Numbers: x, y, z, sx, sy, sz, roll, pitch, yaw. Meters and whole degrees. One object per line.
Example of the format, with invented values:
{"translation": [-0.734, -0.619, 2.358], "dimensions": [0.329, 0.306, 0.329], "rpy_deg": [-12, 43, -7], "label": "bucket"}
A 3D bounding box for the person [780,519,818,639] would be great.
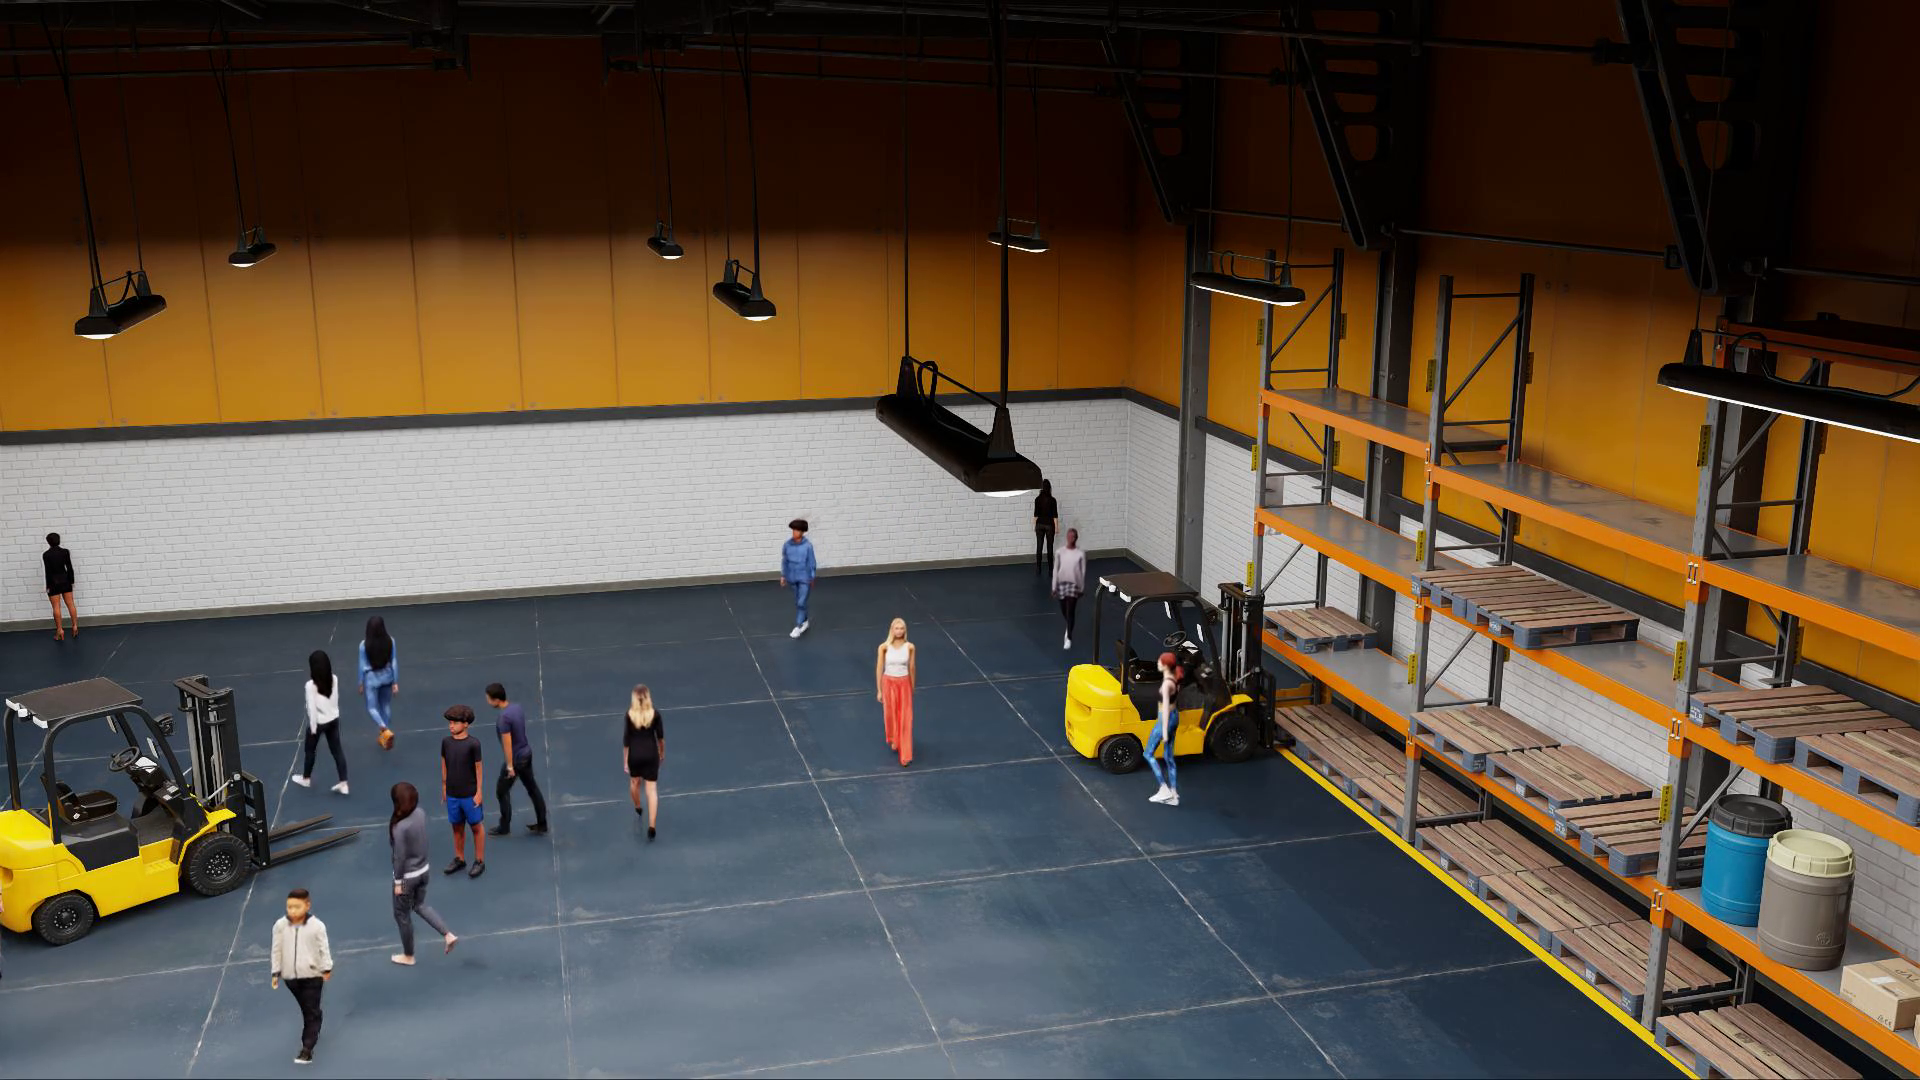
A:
{"translation": [-2.381, 0.547, 25.069], "dimensions": [1.040, 1.780, 1.148], "rpy_deg": [6, 15, 24], "label": "person"}

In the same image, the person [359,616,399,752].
{"translation": [-7.021, 1.777, 20.175], "dimensions": [0.841, 1.693, 1.032], "rpy_deg": [-11, 17, -37], "label": "person"}

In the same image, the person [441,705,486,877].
{"translation": [-5.032, 2.522, 16.870], "dimensions": [0.705, 1.799, 0.731], "rpy_deg": [4, 14, 14], "label": "person"}

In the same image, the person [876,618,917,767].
{"translation": [-0.784, 1.793, 19.993], "dimensions": [0.798, 1.745, 1.308], "rpy_deg": [-1, 14, -4], "label": "person"}

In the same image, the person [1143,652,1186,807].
{"translation": [2.394, 2.125, 18.567], "dimensions": [0.785, 1.772, 0.725], "rpy_deg": [8, 16, 29], "label": "person"}

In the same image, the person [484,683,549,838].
{"translation": [-4.647, 2.356, 17.691], "dimensions": [1.043, 1.736, 0.983], "rpy_deg": [4, 14, 15], "label": "person"}

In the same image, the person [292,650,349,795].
{"translation": [-7.158, 2.101, 18.896], "dimensions": [1.076, 1.664, 1.036], "rpy_deg": [7, 15, 27], "label": "person"}

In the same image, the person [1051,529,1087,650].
{"translation": [1.617, 0.686, 24.590], "dimensions": [1.042, 1.735, 1.248], "rpy_deg": [4, 14, 17], "label": "person"}

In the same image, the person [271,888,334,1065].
{"translation": [-5.354, 3.506, 13.615], "dimensions": [0.757, 1.419, 1.011], "rpy_deg": [0, 14, 1], "label": "person"}

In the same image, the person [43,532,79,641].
{"translation": [-13.433, 0.680, 24.817], "dimensions": [0.765, 1.640, 0.706], "rpy_deg": [10, 17, 36], "label": "person"}

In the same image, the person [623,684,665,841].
{"translation": [-3.374, 2.403, 17.745], "dimensions": [0.621, 1.618, 1.073], "rpy_deg": [-3, 14, -12], "label": "person"}

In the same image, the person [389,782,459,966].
{"translation": [-4.868, 3.005, 14.959], "dimensions": [0.932, 1.759, 0.934], "rpy_deg": [4, 14, 16], "label": "person"}

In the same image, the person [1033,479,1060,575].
{"translation": [1.464, -0.232, 28.580], "dimensions": [0.667, 1.641, 0.678], "rpy_deg": [4, 14, 16], "label": "person"}
